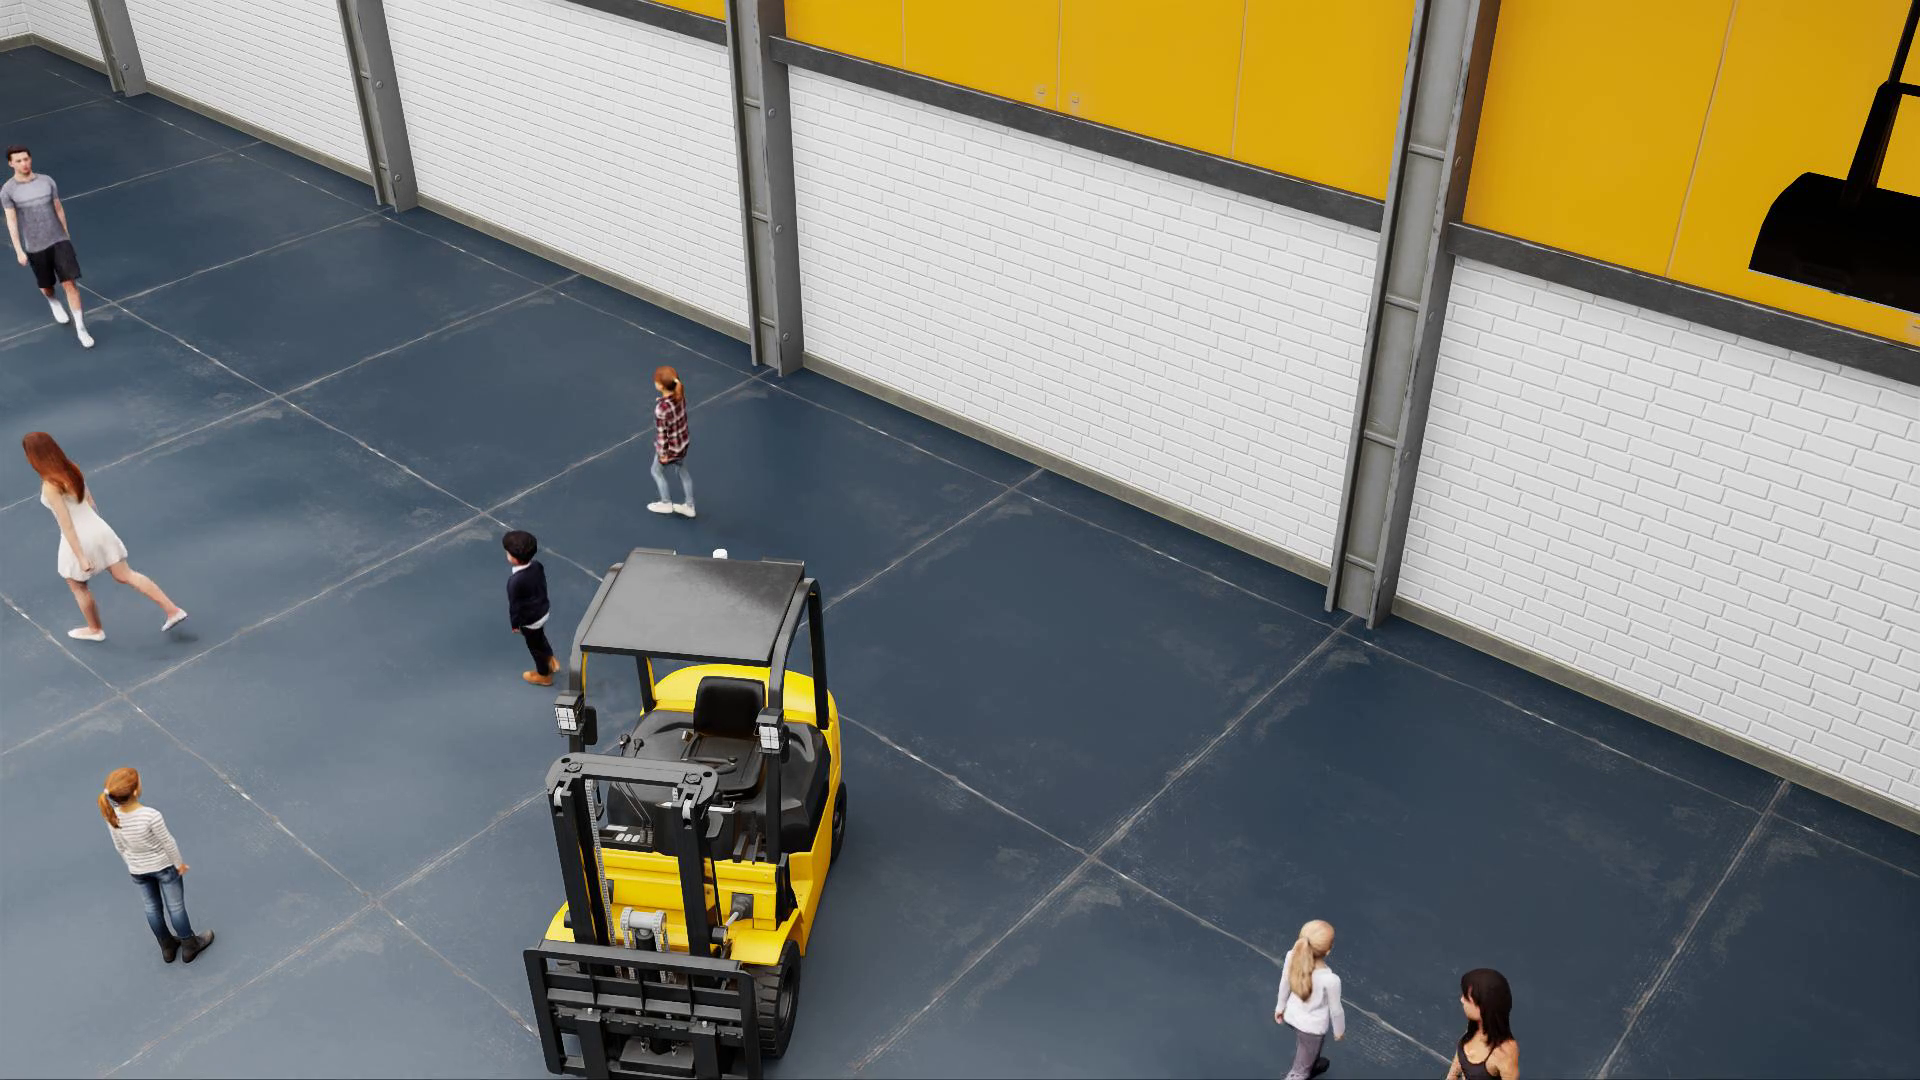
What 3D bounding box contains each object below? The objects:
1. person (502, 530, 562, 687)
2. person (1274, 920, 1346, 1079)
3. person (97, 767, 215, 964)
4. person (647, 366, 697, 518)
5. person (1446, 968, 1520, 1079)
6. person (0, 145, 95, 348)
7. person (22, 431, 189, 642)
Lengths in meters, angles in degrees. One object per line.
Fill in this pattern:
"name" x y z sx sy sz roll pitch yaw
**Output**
"person" -2.827 0.469 11.143 0.568 1.216 0.564 12 35 17
"person" 1.668 2.403 8.187 0.703 1.267 0.882 -21 39 -28
"person" -4.412 1.786 9.074 0.547 1.314 0.617 2 34 3
"person" -2.177 -0.733 12.880 0.672 1.295 0.606 17 37 24
"person" 2.453 2.620 7.557 0.792 1.603 0.733 -9 35 -13
"person" -8.534 -2.777 15.463 0.847 1.841 1.252 -23 40 -31
"person" -5.897 0.020 11.410 1.151 1.669 0.965 3 34 5
